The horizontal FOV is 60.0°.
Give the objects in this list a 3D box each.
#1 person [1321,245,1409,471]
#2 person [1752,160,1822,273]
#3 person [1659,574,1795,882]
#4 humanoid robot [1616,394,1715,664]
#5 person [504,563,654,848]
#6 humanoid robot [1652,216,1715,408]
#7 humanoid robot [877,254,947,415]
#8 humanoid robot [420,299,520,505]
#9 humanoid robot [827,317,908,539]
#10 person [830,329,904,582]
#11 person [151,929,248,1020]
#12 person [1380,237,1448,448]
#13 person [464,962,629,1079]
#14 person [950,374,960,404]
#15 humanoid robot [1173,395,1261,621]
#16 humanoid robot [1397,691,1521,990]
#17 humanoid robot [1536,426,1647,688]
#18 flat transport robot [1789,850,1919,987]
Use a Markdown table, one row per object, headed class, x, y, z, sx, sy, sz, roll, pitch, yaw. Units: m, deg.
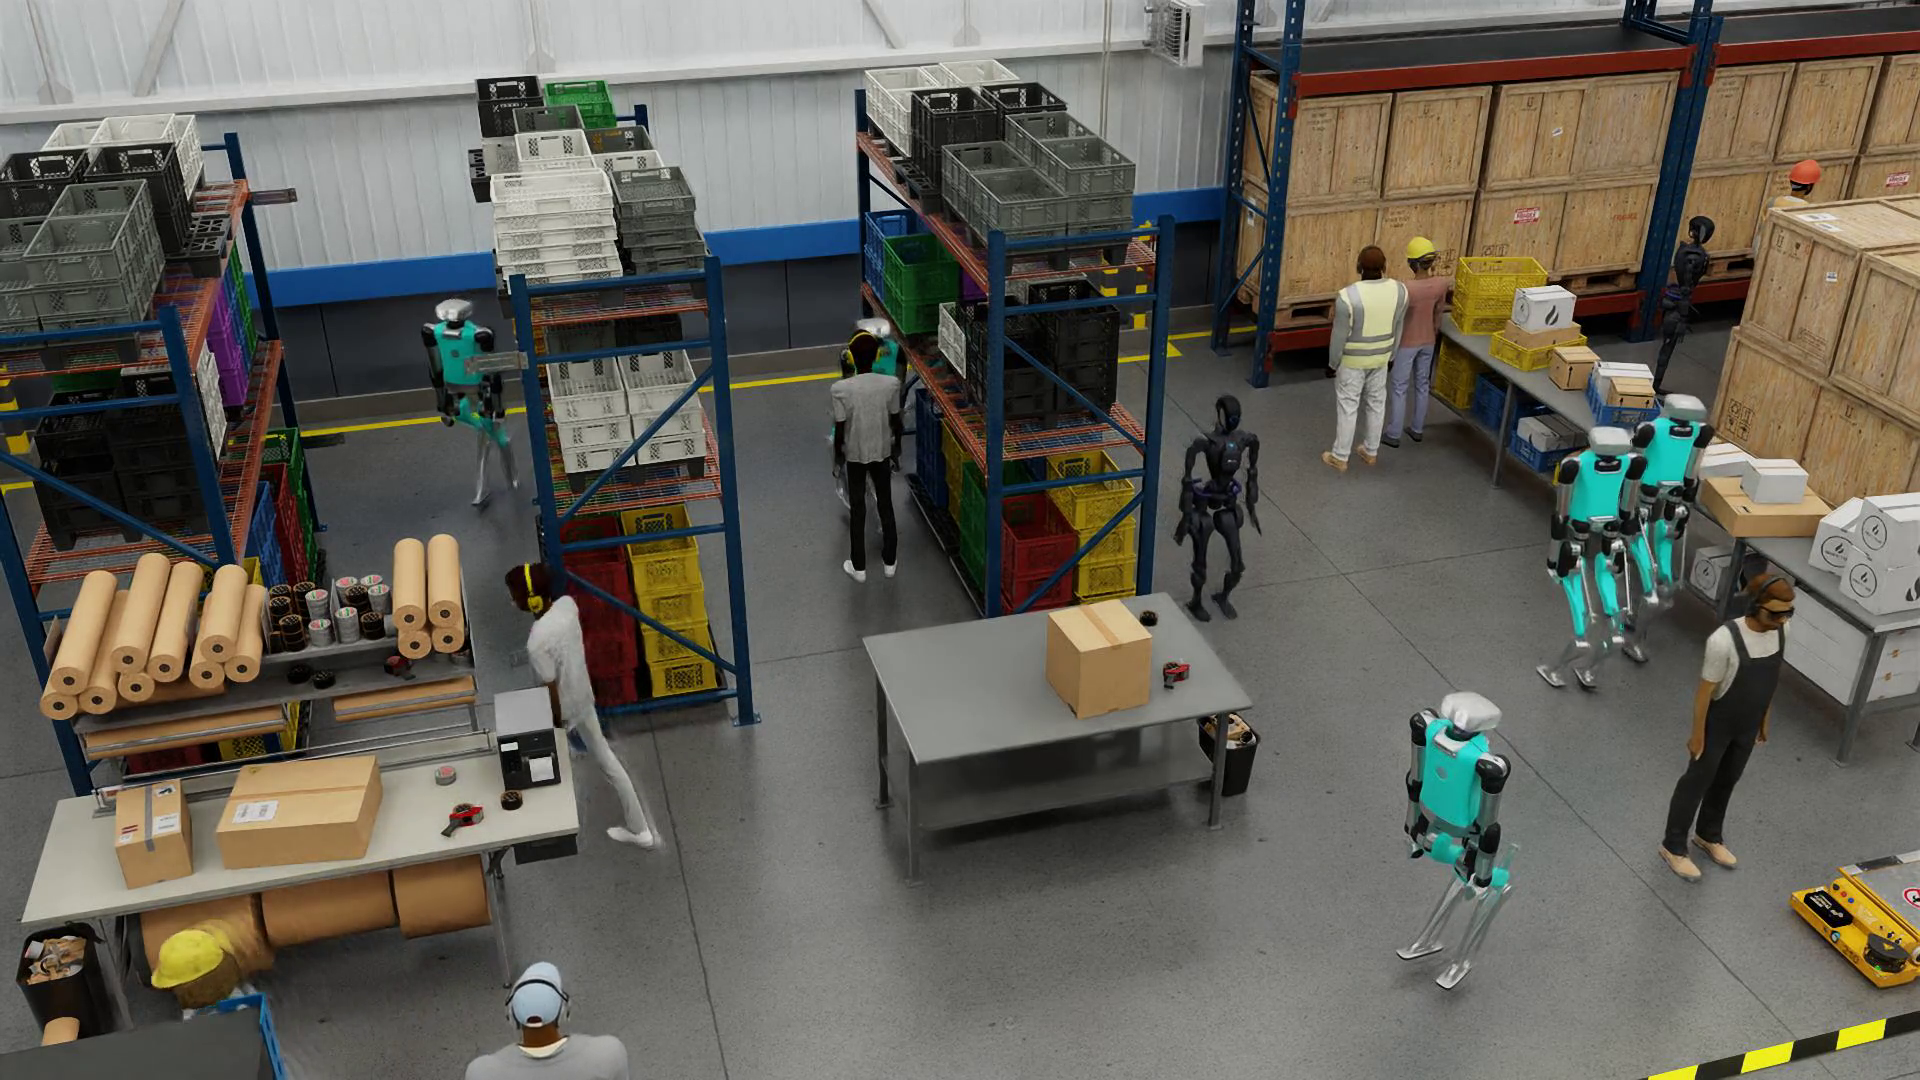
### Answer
| class | x | y | z | sx | sy | sz | roll | pitch | yaw |
| --- | --- | --- | --- | --- | --- | --- | --- | --- | --- |
| person | 3.165 | -1.426 | 13.130 | 0.622 | 1.838 | 0.431 | -9 | 30 | -16 |
| person | 7.345 | -2.437 | 14.863 | 0.358 | 1.939 | 0.543 | -17 | 33 | -28 |
| person | 4.057 | 0.976 | 8.760 | 0.498 | 1.838 | 0.348 | -10 | 30 | -18 |
| humanoid robot | 4.555 | -0.009 | 10.679 | 0.569 | 1.785 | 0.887 | -5 | 29 | -8 |
| person | -2.159 | 0.896 | 8.934 | 0.974 | 1.809 | 0.524 | 10 | 30 | 17 |
| humanoid robot | 6.189 | -1.978 | 14.285 | 0.315 | 1.655 | 0.599 | 14 | 32 | 23 |
| humanoid robot | -0.216 | -1.631 | 13.631 | 0.989 | 1.721 | 0.557 | -4 | 29 | -7 |
| humanoid robot | -3.611 | -1.002 | 12.570 | 0.558 | 1.886 | 0.793 | 3 | 29 | 6 |
| humanoid robot | -0.734 | -0.881 | 12.284 | 0.547 | 1.758 | 1.040 | -15 | 32 | -25 |
| person | -0.642 | -0.583 | 11.556 | 0.509 | 1.876 | 0.329 | -8 | 30 | -15 |
| person | -2.892 | 2.236 | 6.608 | 0.489 | 1.692 | 0.903 | 22 | 35 | 34 |
| person | 3.669 | -1.602 | 13.528 | 0.521 | 1.761 | 0.318 | -13 | 31 | -22 |
| person | -1.497 | 2.336 | 6.267 | 0.589 | 1.852 | 0.401 | -7 | 30 | -13 |
| person | 0.035 | -1.714 | 13.574 | 0.393 | 1.914 | 0.587 | 0 | 29 | 1 |
| humanoid robot | 1.706 | -0.199 | 11.056 | 0.599 | 1.645 | 0.357 | -9 | 30 | -16 |
| humanoid robot | 2.475 | 1.387 | 7.973 | 0.735 | 1.677 | 0.533 | -17 | 33 | -28 |
| humanoid robot | 3.930 | 0.198 | 10.215 | 0.549 | 1.750 | 0.680 | -2 | 29 | -4 |
| flat transport robot | 5.163 | 1.916 | 8.676 | 1.431 | 0.231 | 0.659 | -8 | 30 | -14 |
